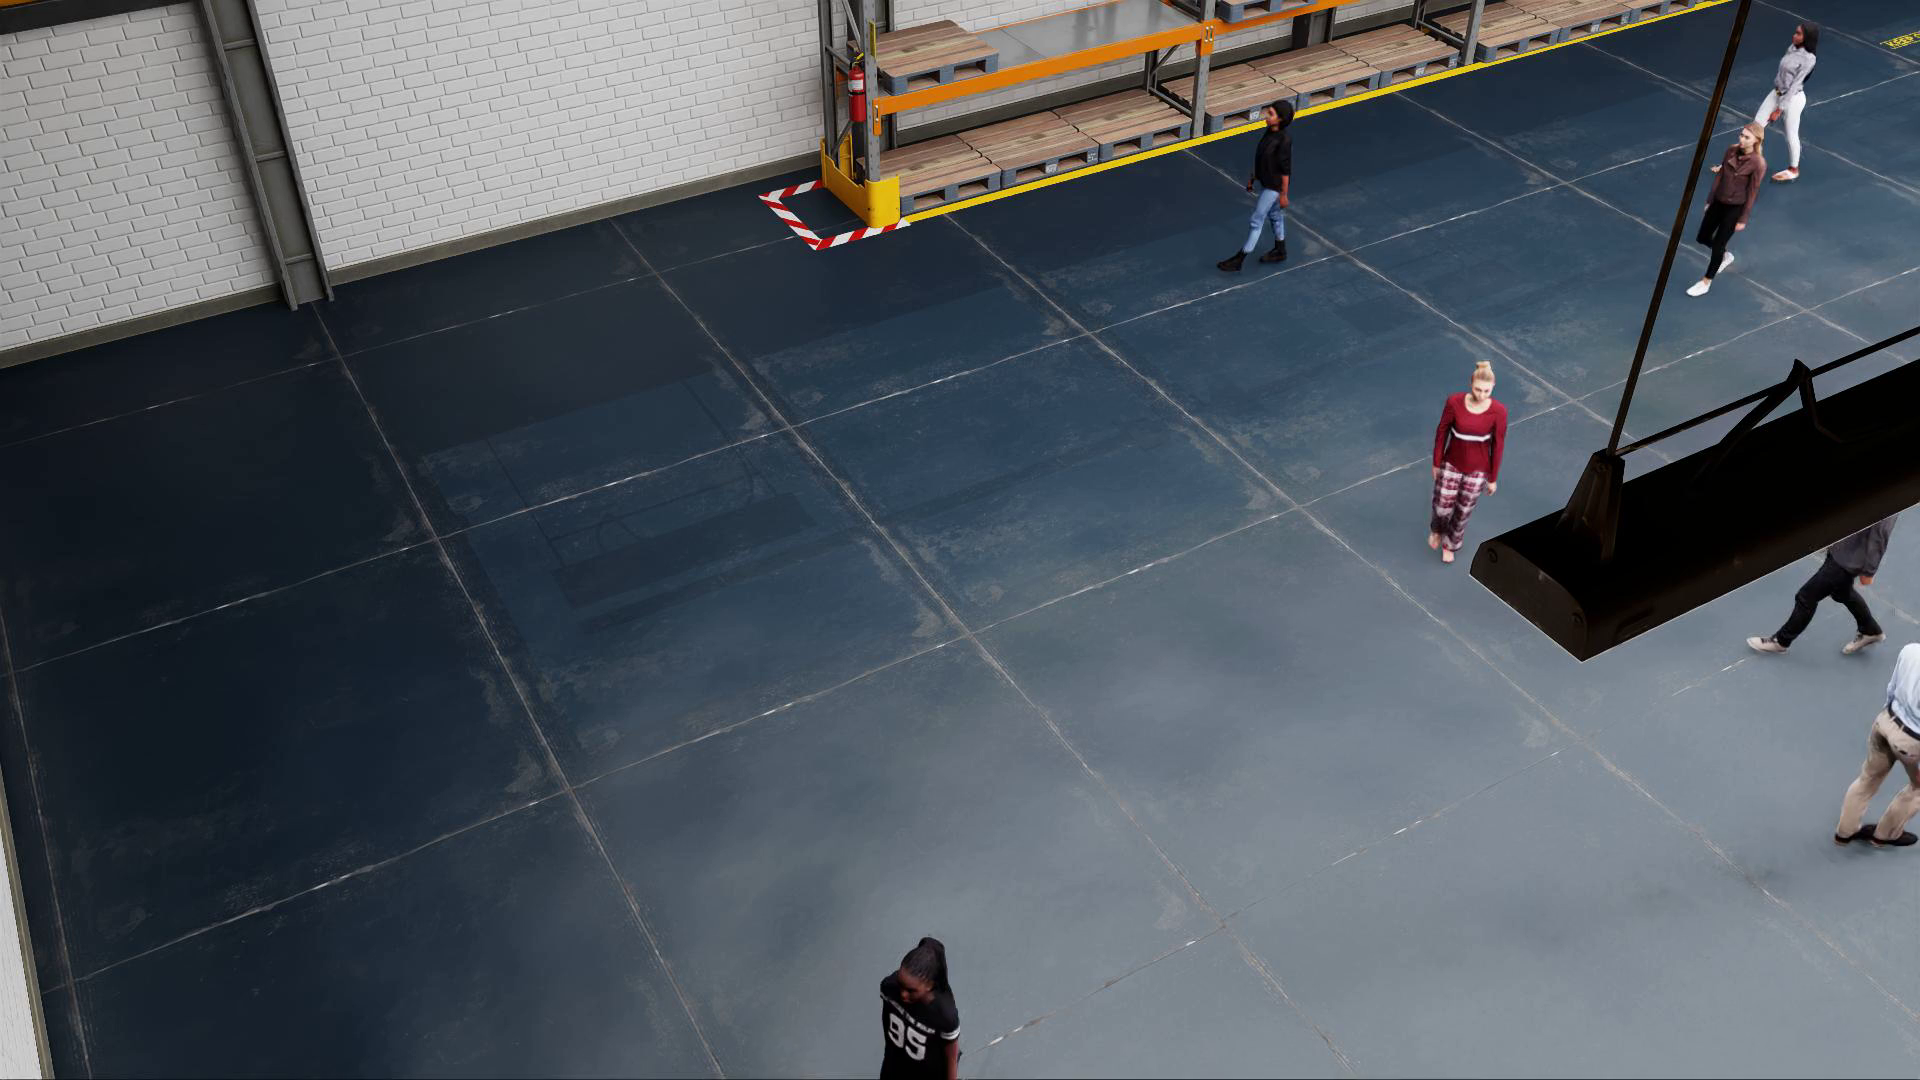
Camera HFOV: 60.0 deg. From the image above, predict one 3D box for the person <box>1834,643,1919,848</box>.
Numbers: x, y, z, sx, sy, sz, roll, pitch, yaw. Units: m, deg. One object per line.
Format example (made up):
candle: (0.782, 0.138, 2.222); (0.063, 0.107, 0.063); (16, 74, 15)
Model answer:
person: (5.528, 1.183, 9.822); (0.811, 1.828, 0.749); (-11, 40, -13)

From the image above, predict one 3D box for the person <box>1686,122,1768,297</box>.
person: (7.086, -3.046, 15.222); (0.799, 1.696, 0.650); (-16, 41, -19)

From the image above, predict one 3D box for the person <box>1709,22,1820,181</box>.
person: (8.484, -4.413, 16.954); (1.240, 1.672, 0.895); (-5, 39, -6)

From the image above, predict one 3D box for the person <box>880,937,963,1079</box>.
person: (-0.148, 2.535, 8.220); (0.874, 1.712, 0.997); (21, 43, 24)

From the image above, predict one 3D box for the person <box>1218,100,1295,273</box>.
person: (2.998, -3.313, 15.574); (1.067, 1.675, 0.745); (-10, 40, -13)

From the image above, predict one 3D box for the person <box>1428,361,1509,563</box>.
person: (3.690, -0.584, 12.144); (0.764, 1.691, 0.827); (8, 39, 10)

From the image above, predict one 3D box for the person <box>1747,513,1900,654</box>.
person: (6.077, 0.115, 11.231); (1.191, 1.736, 1.070); (6, 39, 8)
